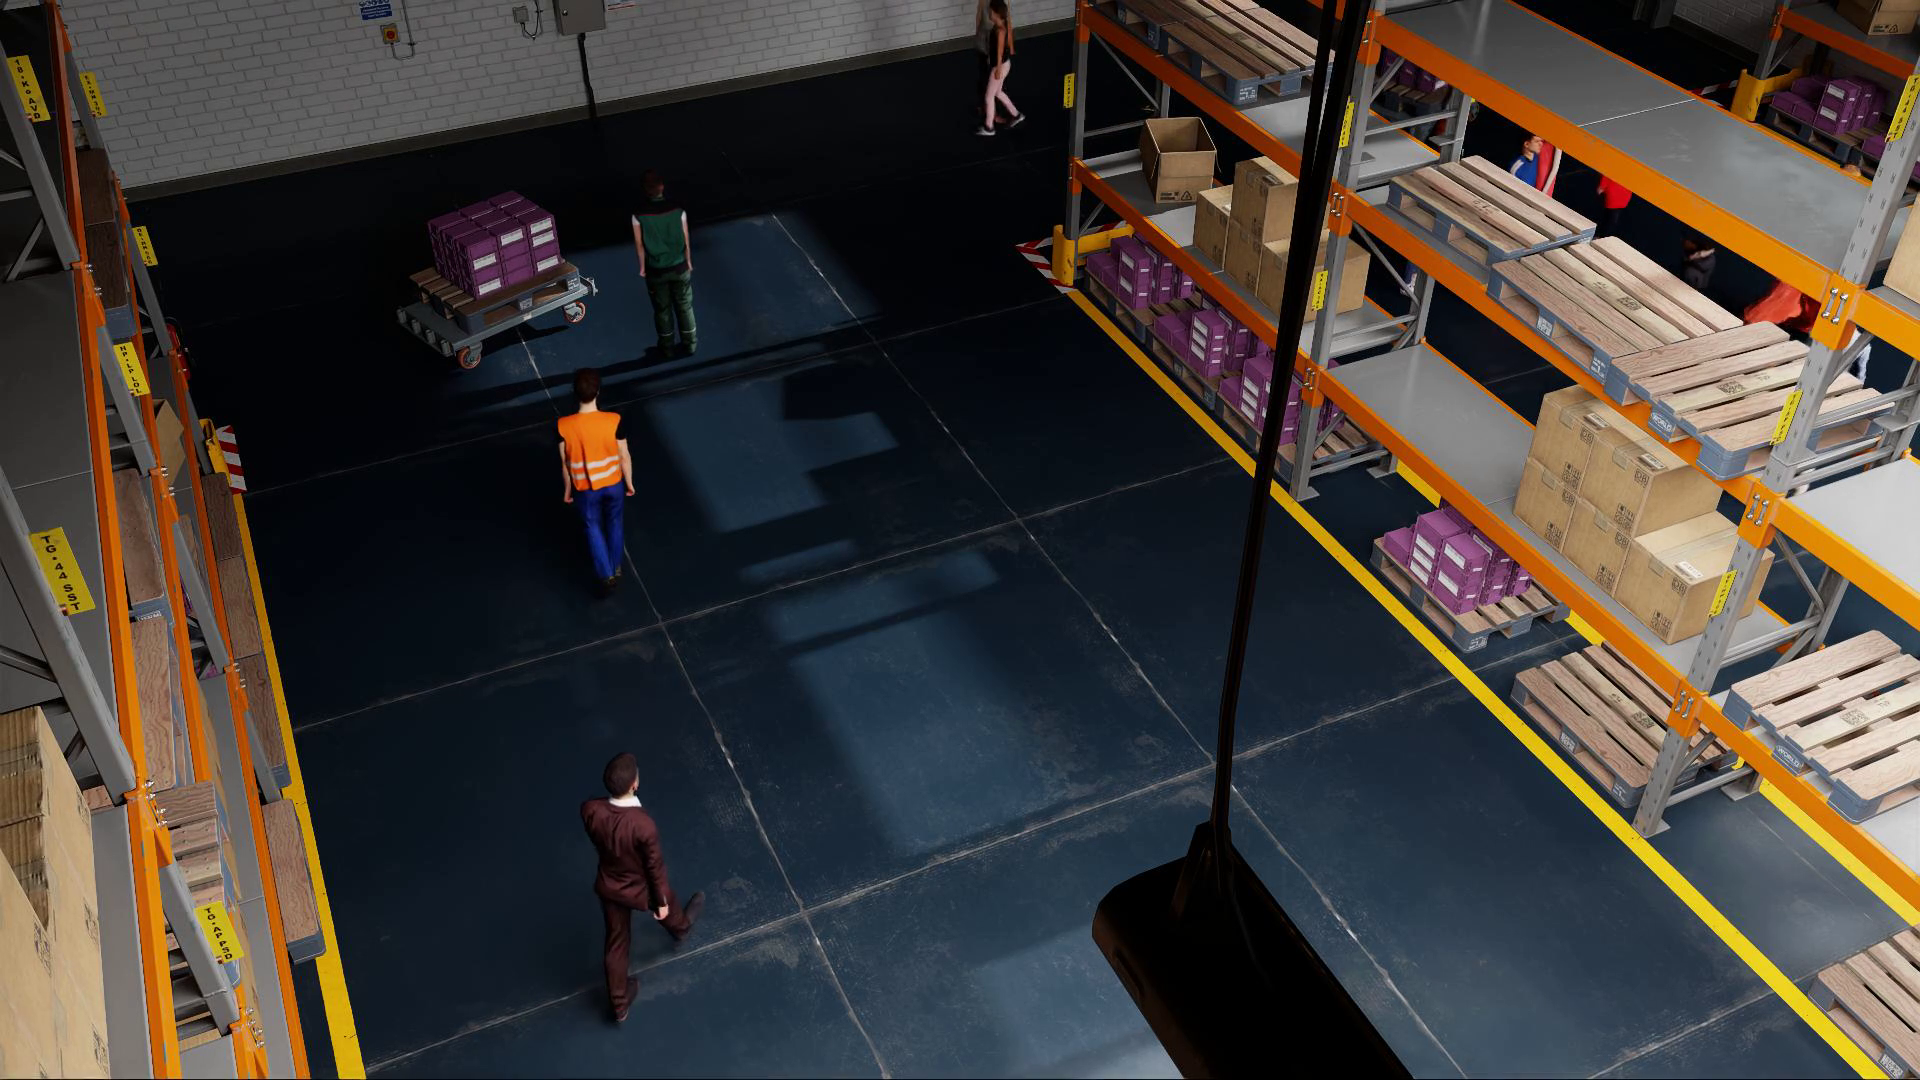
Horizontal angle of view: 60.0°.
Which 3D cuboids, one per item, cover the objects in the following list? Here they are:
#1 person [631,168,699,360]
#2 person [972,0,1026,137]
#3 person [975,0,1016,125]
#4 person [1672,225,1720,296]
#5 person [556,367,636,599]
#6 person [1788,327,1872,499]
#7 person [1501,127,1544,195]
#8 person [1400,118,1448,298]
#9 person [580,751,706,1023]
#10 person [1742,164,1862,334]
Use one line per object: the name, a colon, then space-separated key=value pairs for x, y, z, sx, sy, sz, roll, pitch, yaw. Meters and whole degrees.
person: x=-2.636 y=-2.474 z=14.905 sx=0.677 sy=1.841 sz=0.633 roll=-9 pitch=39 yaw=-11
person: x=0.491 y=-5.326 z=18.709 sx=0.823 sy=1.552 sz=0.843 roll=2 pitch=39 yaw=3
person: x=0.322 y=-5.678 z=18.961 sx=0.684 sy=1.787 sz=0.886 roll=19 pitch=42 yaw=22
person: x=6.236 y=-1.888 z=14.234 sx=0.739 sy=1.764 sz=0.798 roll=-32 pitch=48 yaw=-33
person: x=-2.663 y=-0.373 z=12.251 sx=0.775 sy=1.870 sz=1.002 roll=-10 pitch=40 yaw=-12
person: x=6.757 y=-1.081 z=13.190 sx=1.082 sy=1.805 sz=1.093 roll=28 pitch=46 yaw=30
person: x=5.153 y=-3.026 z=15.578 sx=0.766 sy=1.865 sz=0.750 roll=22 pitch=44 yaw=25
person: x=4.471 y=-3.161 z=15.809 sx=0.690 sy=1.787 sz=0.666 roll=21 pitch=43 yaw=24
person: x=-1.886 y=1.990 z=9.340 sx=1.180 sy=1.811 sz=1.255 roll=12 pitch=40 yaw=14
person: x=7.671 y=-2.579 z=15.115 sx=1.323 sy=1.743 sz=1.008 roll=26 pitch=45 yaw=29
